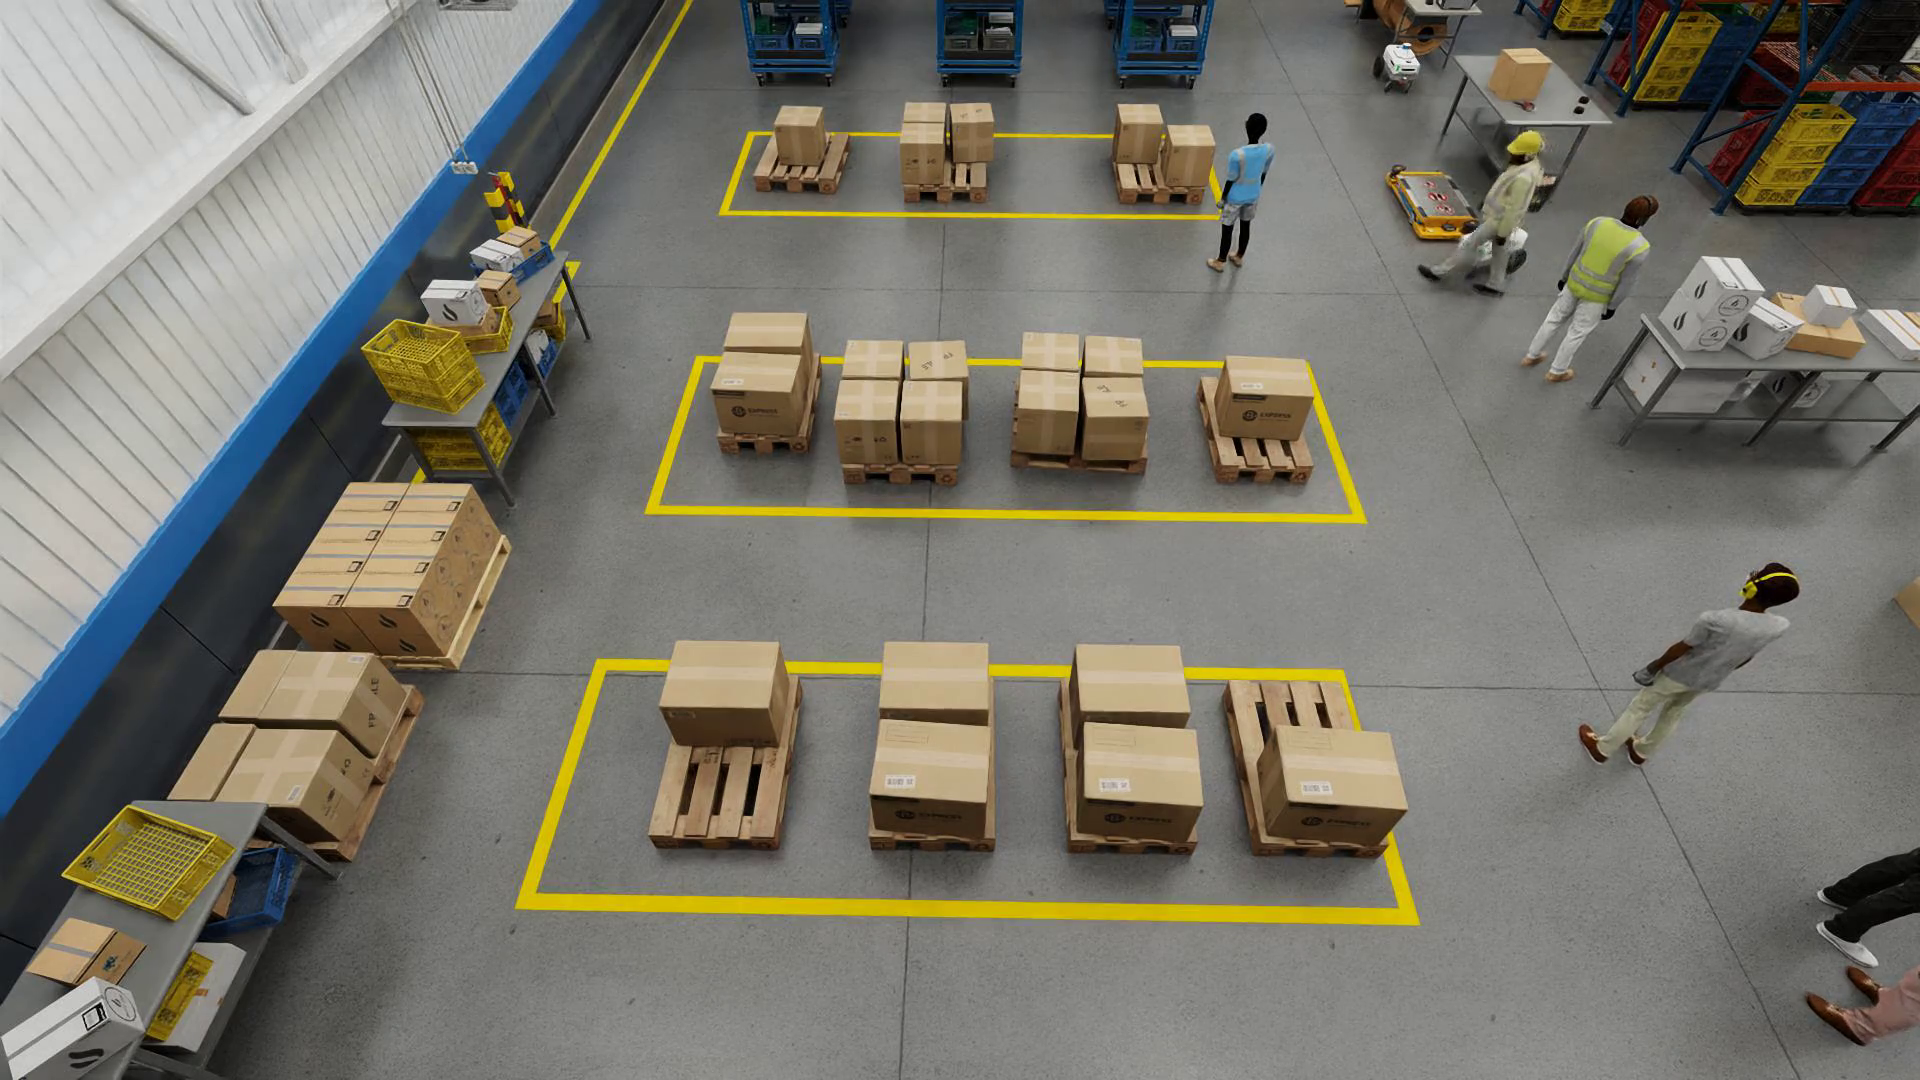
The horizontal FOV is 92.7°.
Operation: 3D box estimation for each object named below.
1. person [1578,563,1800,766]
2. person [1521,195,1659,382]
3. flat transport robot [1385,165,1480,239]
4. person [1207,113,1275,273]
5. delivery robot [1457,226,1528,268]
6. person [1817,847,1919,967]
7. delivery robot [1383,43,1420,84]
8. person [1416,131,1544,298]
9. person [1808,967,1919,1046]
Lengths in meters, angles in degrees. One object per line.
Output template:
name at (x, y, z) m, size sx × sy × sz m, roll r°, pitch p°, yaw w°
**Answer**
person at (4.569, 0.831, 5.757) m, size 0.514 × 1.861 × 0.352 m, roll 3°, pitch 49°, yaw 3°
person at (5.847, -2.317, 8.490) m, size 0.429 × 1.841 × 0.634 m, roll -20°, pitch 52°, yaw -16°
flat transport robot at (5.692, -4.094, 11.059) m, size 0.652 × 0.197 × 1.431 m, roll 1°, pitch 49°, yaw 1°
person at (2.988, -3.666, 9.749) m, size 0.538 × 1.698 × 0.320 m, roll -17°, pitch 51°, yaw -14°
delivery robot at (5.863, -3.273, 10.102) m, size 0.707 × 0.478 × 0.477 m, roll -20°, pitch 52°, yaw -16°
person at (5.429, 1.721, 4.943) m, size 0.392 × 1.920 × 0.587 m, roll 29°, pitch 55°, yaw 23°
delivery robot at (6.383, -6.916, 13.256) m, size 0.477 × 0.478 × 0.707 m, roll 2°, pitch 49°, yaw 2°
person at (5.461, -3.363, 9.432) m, size 0.940 × 1.771 × 0.612 m, roll 28°, pitch 55°, yaw 22°
person at (5.195, 2.086, 4.641) m, size 0.644 × 1.900 × 0.399 m, roll -19°, pitch 52°, yaw -15°
